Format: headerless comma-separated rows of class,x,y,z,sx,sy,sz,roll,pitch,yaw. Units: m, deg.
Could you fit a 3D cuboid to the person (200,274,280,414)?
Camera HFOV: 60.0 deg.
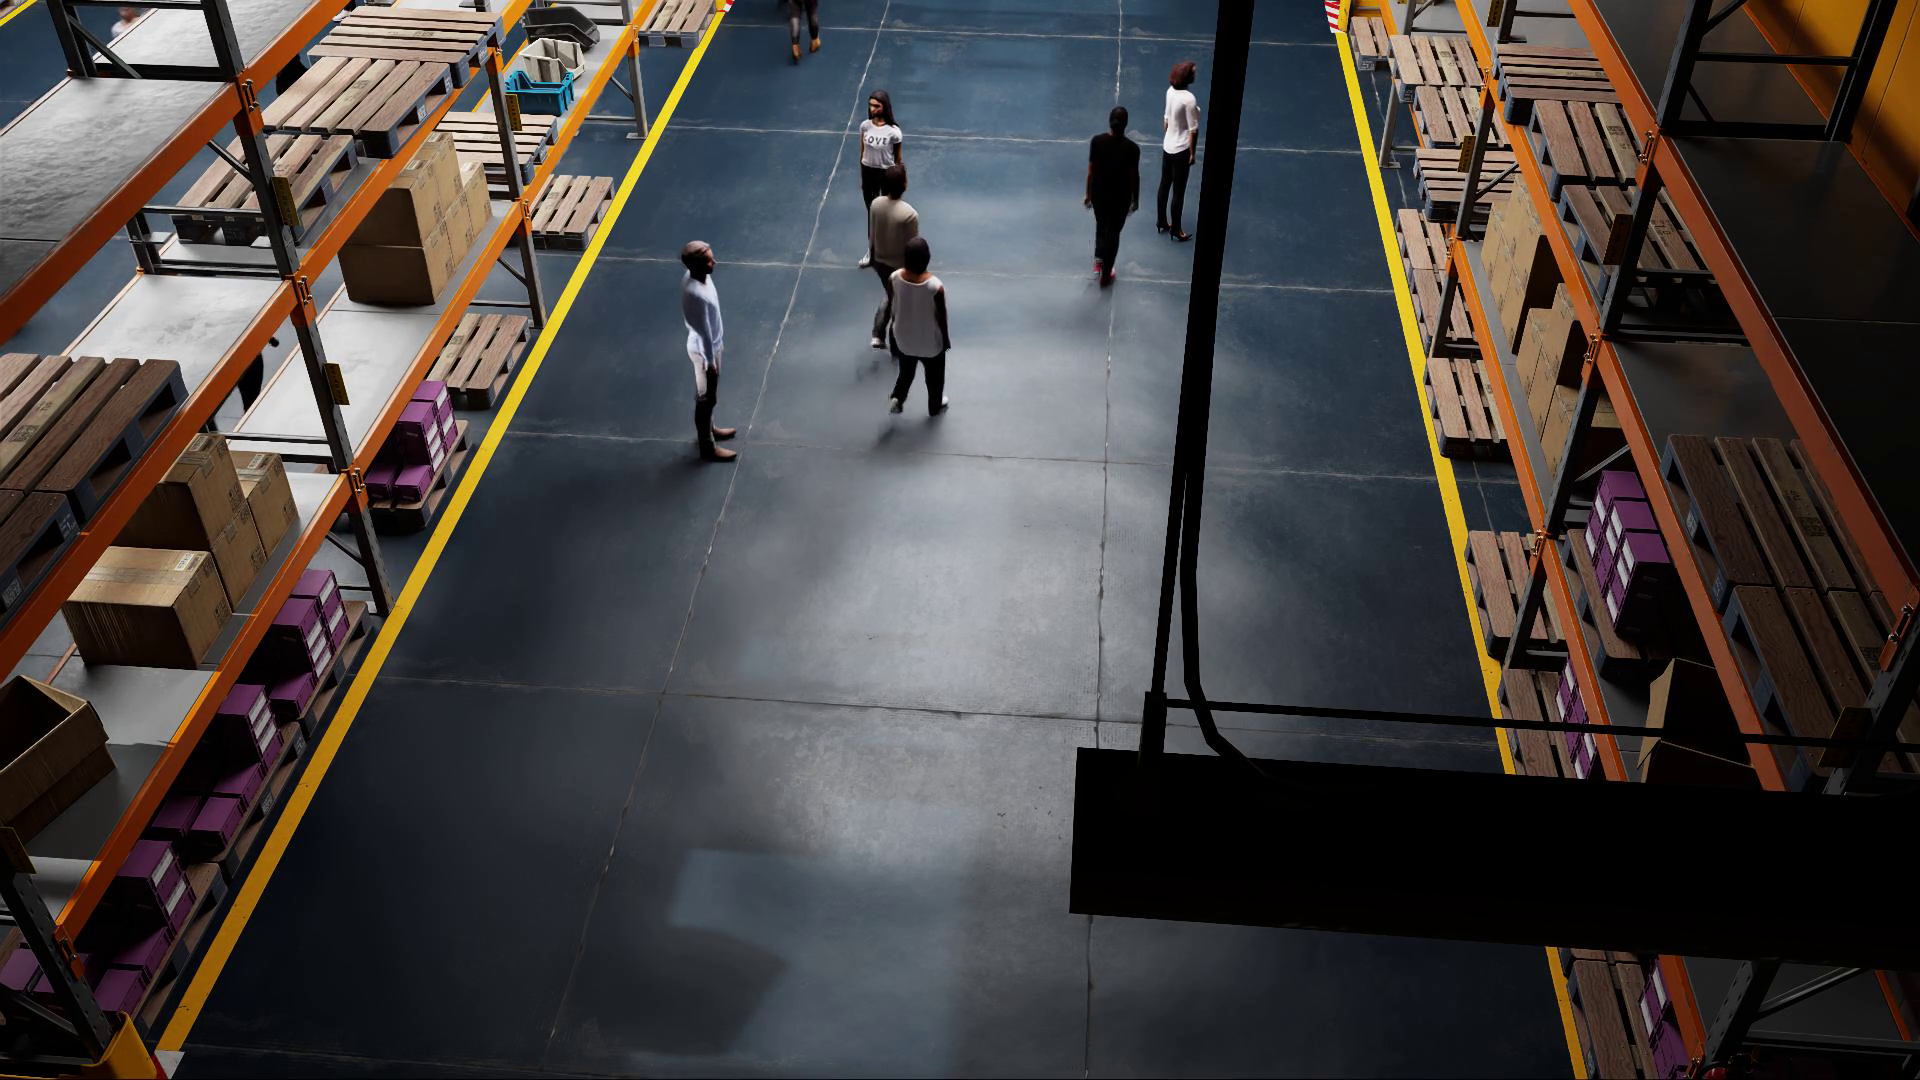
person,-5.724,-1.395,13.113,0.764,1.820,1.218,0,39,0

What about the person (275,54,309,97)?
person,-6.560,-4.157,16.727,0.572,1.627,0.569,0,39,0

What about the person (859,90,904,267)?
person,-0.740,-3.385,15.641,0.652,1.774,0.628,16,41,19

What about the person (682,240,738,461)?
person,-2.025,-1.528,13.223,0.762,1.892,0.555,-3,39,-4

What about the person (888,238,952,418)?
person,-0.346,-1.688,13.597,0.855,1.675,0.963,20,43,23

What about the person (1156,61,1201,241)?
person,2.098,-3.766,16.102,0.743,1.794,0.641,-19,42,-22

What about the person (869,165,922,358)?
person,-0.613,-2.337,14.309,0.837,1.801,0.882,24,44,27

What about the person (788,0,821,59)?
person,-1.890,-6.509,19.615,0.680,1.697,0.932,6,39,7

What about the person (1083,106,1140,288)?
person,1.364,-3.127,15.339,0.743,1.750,0.736,17,42,20
